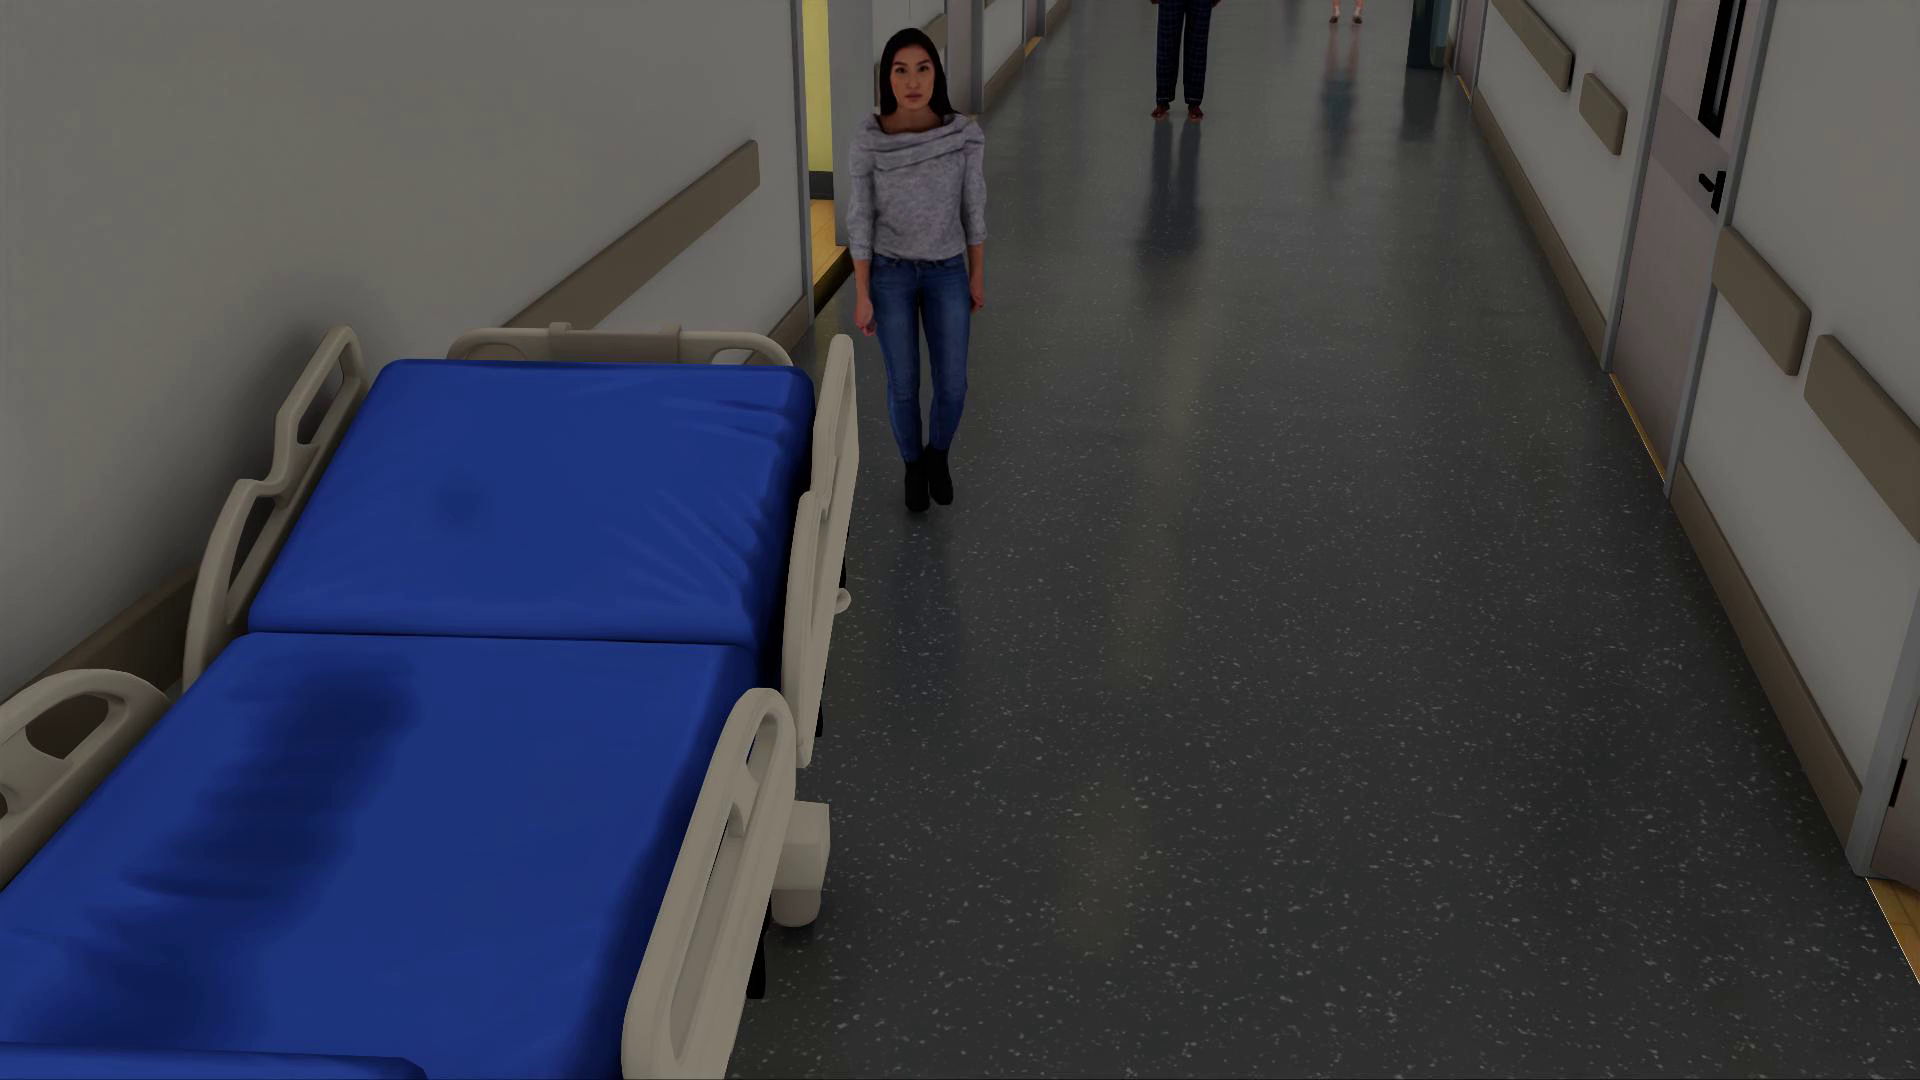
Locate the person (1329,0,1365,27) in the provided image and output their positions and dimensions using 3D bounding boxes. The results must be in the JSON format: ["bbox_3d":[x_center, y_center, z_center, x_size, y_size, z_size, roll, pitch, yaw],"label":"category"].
[{"bbox_3d":[3.607,-5.588,15.212,0.468,1.683,0.627,1,26,2],"label":"person"}]

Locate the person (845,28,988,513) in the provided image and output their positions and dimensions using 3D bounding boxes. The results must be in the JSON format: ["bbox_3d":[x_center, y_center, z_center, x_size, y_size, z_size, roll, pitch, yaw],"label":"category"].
[{"bbox_3d":[-0.157,-0.862,5.491,0.613,1.614,0.743,-4,26,-7],"label":"person"}]

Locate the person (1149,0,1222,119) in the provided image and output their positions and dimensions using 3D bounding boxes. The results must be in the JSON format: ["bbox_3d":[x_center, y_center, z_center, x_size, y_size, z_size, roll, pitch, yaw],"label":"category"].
[{"bbox_3d":[1.569,-3.860,11.466,0.529,1.824,0.732,4,26,7],"label":"person"}]
